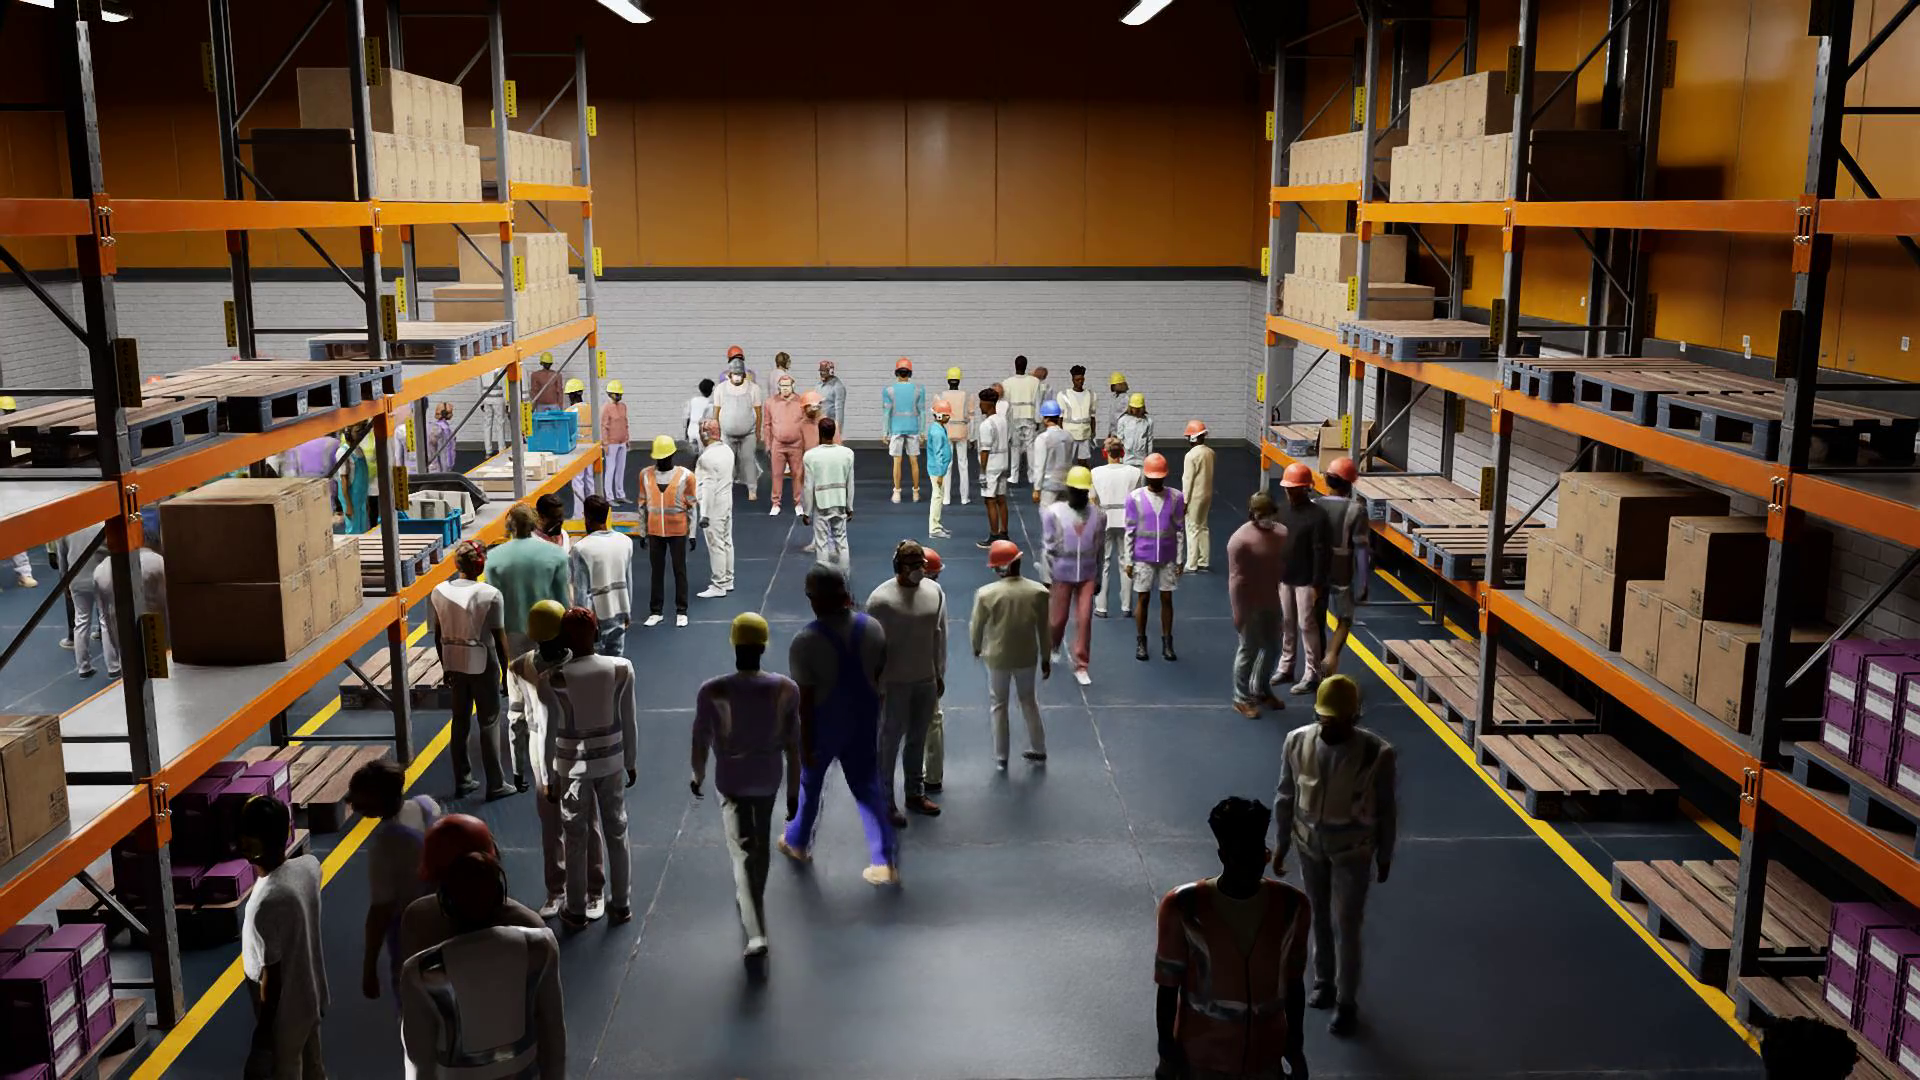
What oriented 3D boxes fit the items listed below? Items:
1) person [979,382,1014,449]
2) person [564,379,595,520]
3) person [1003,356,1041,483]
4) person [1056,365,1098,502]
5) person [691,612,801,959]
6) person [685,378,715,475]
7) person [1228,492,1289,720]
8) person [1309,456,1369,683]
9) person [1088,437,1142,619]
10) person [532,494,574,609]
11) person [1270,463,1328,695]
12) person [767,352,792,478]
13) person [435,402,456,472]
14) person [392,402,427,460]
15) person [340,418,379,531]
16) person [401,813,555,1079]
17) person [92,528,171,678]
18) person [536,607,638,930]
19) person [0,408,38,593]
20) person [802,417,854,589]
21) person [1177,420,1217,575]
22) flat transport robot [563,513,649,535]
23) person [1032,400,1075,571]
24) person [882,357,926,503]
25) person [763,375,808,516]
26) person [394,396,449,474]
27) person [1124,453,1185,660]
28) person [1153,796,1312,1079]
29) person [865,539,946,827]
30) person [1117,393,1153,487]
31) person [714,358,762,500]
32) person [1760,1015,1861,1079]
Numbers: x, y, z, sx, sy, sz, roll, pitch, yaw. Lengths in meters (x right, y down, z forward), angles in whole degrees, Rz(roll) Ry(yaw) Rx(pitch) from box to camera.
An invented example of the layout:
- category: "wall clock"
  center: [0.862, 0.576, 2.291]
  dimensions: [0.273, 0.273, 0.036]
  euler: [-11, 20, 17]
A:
- category: "person"
  center: [0.548, -1.451, 23.963]
  dimensions: [0.527, 1.628, 0.505]
  euler: [-3, 12, -15]
- category: "person"
  center: [-4.961, -1.144, 21.701]
  dimensions: [0.398, 1.913, 0.591]
  euler: [5, 13, 25]
- category: "person"
  center: [0.926, -1.809, 25.009]
  dimensions: [0.587, 1.920, 0.391]
  euler: [-2, 11, -10]
- category: "person"
  center: [1.623, -1.454, 23.110]
  dimensions: [0.603, 1.966, 0.367]
  euler: [-3, 12, -17]
- category: "person"
  center: [-1.160, 1.346, 9.300]
  dimensions: [0.584, 1.886, 0.980]
  euler: [-5, 12, -23]
- category: "person"
  center: [-3.715, -1.496, 24.056]
  dimensions: [0.558, 1.663, 0.422]
  euler: [7, 13, 31]
- category: "person"
  center: [2.377, 0.526, 13.351]
  dimensions: [0.654, 1.897, 0.477]
  euler: [-8, 14, -33]
- category: "person"
  center: [3.152, 0.299, 14.176]
  dimensions: [0.636, 2.017, 0.806]
  euler: [6, 13, 29]
- category: "person"
  center: [1.542, -0.115, 16.716]
  dimensions: [0.565, 1.840, 0.390]
  euler: [-1, 11, -7]
- category: "person"
  center: [-3.248, 0.568, 13.134]
  dimensions: [0.397, 1.908, 0.599]
  euler: [3, 12, 14]
- category: "person"
  center: [2.858, 0.321, 14.177]
  dimensions: [0.416, 1.986, 0.617]
  euler: [-7, 13, -30]
- category: "person"
  center: [-2.715, -1.913, 25.484]
  dimensions: [0.370, 1.940, 0.630]
  euler: [-8, 14, -34]
- category: "person"
  center: [-6.671, -0.971, 21.533]
  dimensions: [0.314, 1.632, 0.524]
  euler: [-6, 13, -28]
- category: "person"
  center: [-7.313, -1.214, 22.127]
  dimensions: [0.670, 1.877, 0.618]
  euler: [4, 12, 20]
- category: "person"
  center: [-7.302, -0.788, 20.441]
  dimensions: [0.553, 1.685, 0.408]
  euler: [-9, 14, -37]
- category: "person"
  center: [-1.766, 1.935, 6.079]
  dimensions: [0.615, 1.984, 0.408]
  euler: [3, 12, 17]
- category: "person"
  center: [-5.929, 0.764, 12.248]
  dimensions: [0.779, 1.875, 0.398]
  euler: [3, 12, 13]
- category: "person"
  center: [-2.123, 1.301, 9.521]
  dimensions: [0.575, 1.880, 0.359]
  euler: [-6, 13, -27]
- category: "person"
  center: [-10.303, -0.450, 17.888]
  dimensions: [0.537, 2.000, 0.690]
  euler: [7, 13, 32]
- category: "person"
  center: [-1.392, -0.346, 17.674]
  dimensions: [0.591, 1.919, 0.390]
  euler: [-6, 13, -29]
- category: "person"
  center: [2.665, -0.485, 18.823]
  dimensions: [0.353, 1.739, 0.576]
  euler: [9, 14, 38]
- category: "flat transport robot"
  center: [-4.323, -0.204, 21.108]
  dimensions: [1.431, 0.197, 0.652]
  euler: [1, 11, 3]
- category: "person"
  center: [1.055, -0.626, 19.035]
  dimensions: [0.417, 1.941, 0.612]
  euler: [10, 15, 41]
- category: "person"
  center: [-0.790, -1.537, 23.335]
  dimensions: [0.610, 2.043, 0.397]
  euler: [-2, 11, -8]
- category: "person"
  center: [-2.313, -1.266, 22.321]
  dimensions: [0.643, 1.908, 0.399]
  euler: [-1, 11, -3]
- category: "person"
  center: [-6.344, -0.757, 19.661]
  dimensions: [0.607, 1.948, 0.389]
  euler: [-2, 11, -11]
- category: "person"
  center: [1.775, 0.154, 15.165]
  dimensions: [0.553, 1.923, 0.392]
  euler: [-1, 11, -3]
- category: "person"
  center: [1.025, 1.904, 6.269]
  dimensions: [0.610, 1.966, 0.363]
  euler: [-2, 11, -9]
- category: "person"
  center: [-0.354, 0.939, 11.182]
  dimensions: [0.635, 1.937, 0.352]
  euler: [-10, 15, -42]
- category: "person"
  center: [2.279, -1.046, 21.643]
  dimensions: [0.483, 1.736, 0.311]
  euler: [-1, 11, -7]
- category: "person"
  center: [-3.138, -1.565, 23.480]
  dimensions: [0.681, 2.000, 0.535]
  euler: [-1, 11, -3]
- category: "person"
  center: [2.166, 2.238, 4.700]
  dimensions: [0.737, 1.930, 0.622]
  euler: [3, 12, 15]
